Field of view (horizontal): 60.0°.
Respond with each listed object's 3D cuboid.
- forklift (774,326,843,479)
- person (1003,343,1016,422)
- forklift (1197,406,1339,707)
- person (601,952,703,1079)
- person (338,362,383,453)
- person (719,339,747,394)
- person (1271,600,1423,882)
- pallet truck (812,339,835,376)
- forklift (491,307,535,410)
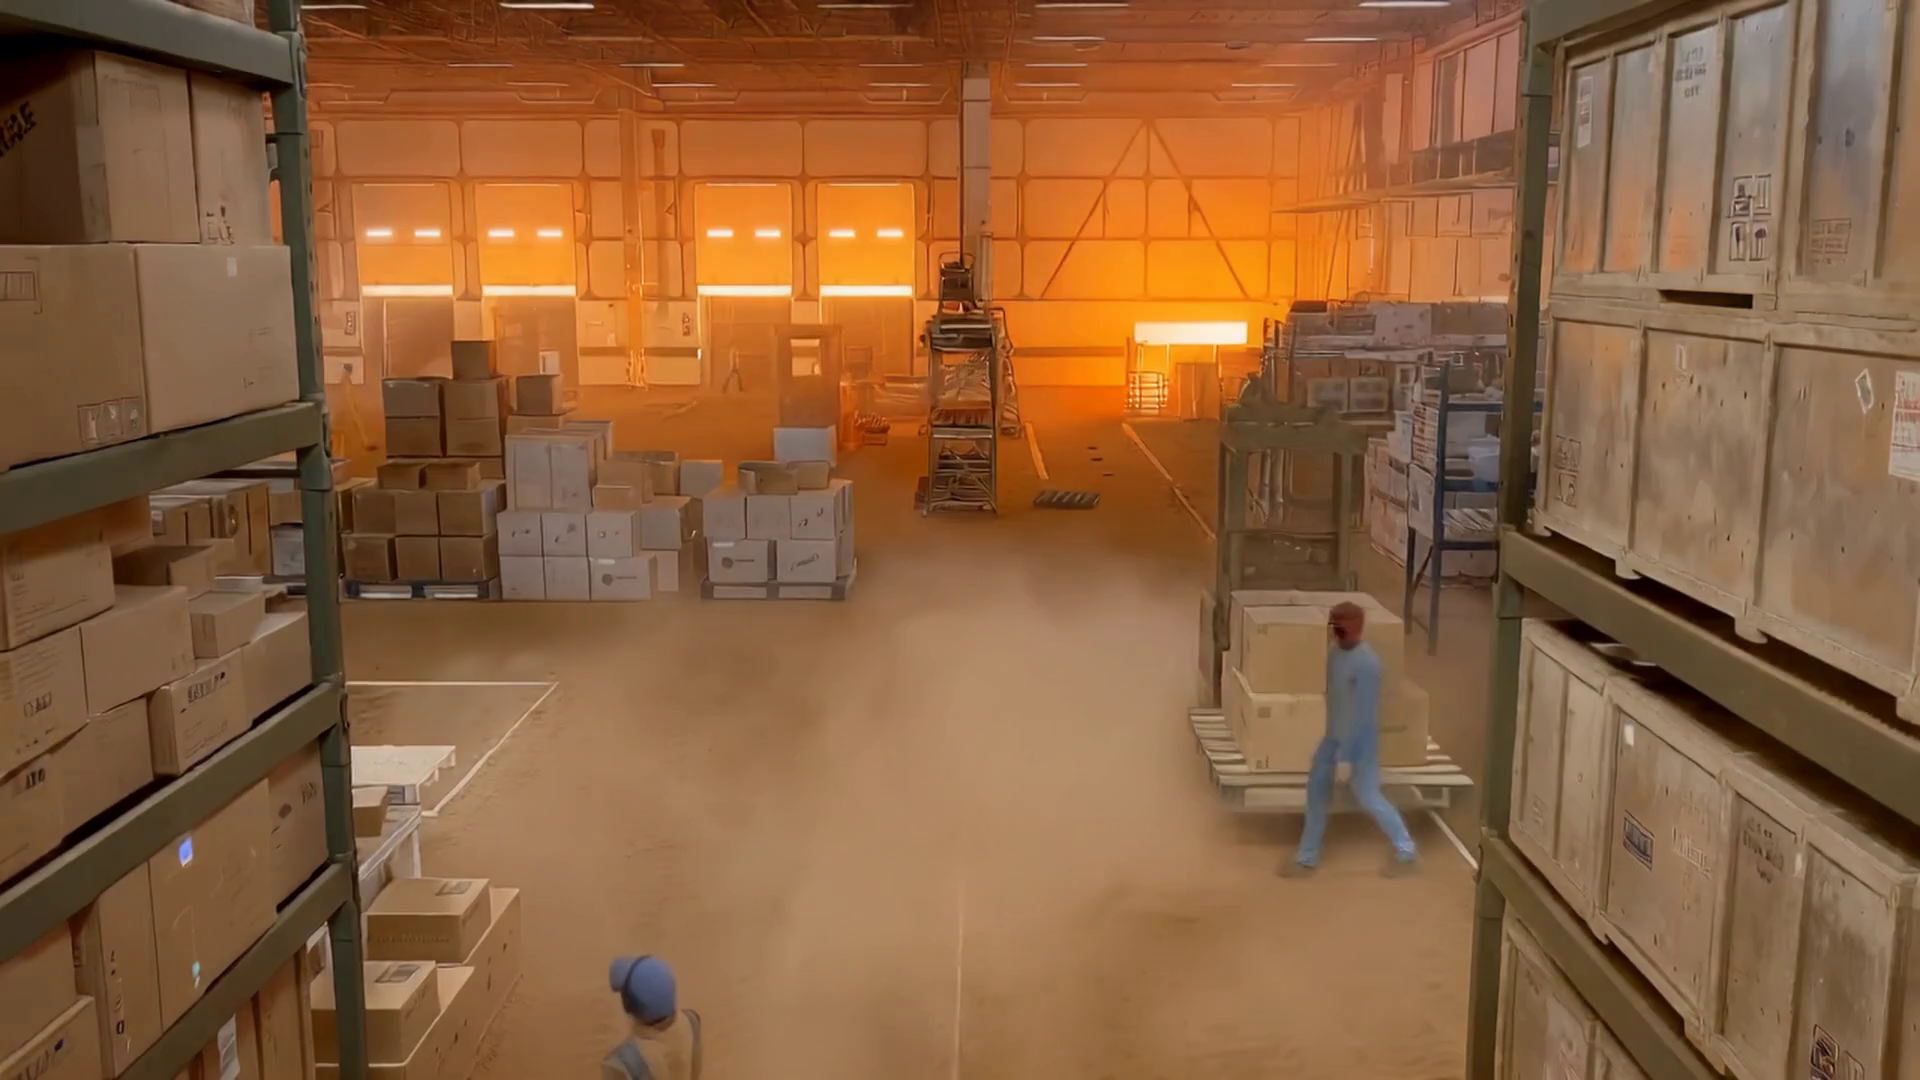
[{"bbox_3d":[-2.729,-2.428,29.712,1.129,2.768,1.873,0,10,1],"label":"forklift"},{"bbox_3d":[1.196,-3.847,40.614,0.364,1.939,0.636,0,10,0],"label":"person"},{"bbox_3d":[2.693,0.253,14.243,1.129,2.768,1.873,0,10,1],"label":"forklift"},{"bbox_3d":[-1.111,2.292,6.071,0.310,1.639,0.522,5,11,28],"label":"person"},{"bbox_3d":[-12.347,-2.672,33.956,1.003,1.890,0.646,-2,10,-13],"label":"person"},{"bbox_3d":[-6.629,-5.046,48.464,0.754,1.613,0.529,-1,10,-8],"label":"person"},{"bbox_3d":[2.604,1.327,10.893,0.988,1.904,0.634,-2,10,-12],"label":"person"},{"bbox_3d":[-3.021,-4.312,43.126,1.885,1.965,0.823,3,10,17],"label":"pallet truck"},{"bbox_3d":[-10.749,-4.230,40.107,1.129,2.768,1.873,0,10,1],"label":"forklift"}]
